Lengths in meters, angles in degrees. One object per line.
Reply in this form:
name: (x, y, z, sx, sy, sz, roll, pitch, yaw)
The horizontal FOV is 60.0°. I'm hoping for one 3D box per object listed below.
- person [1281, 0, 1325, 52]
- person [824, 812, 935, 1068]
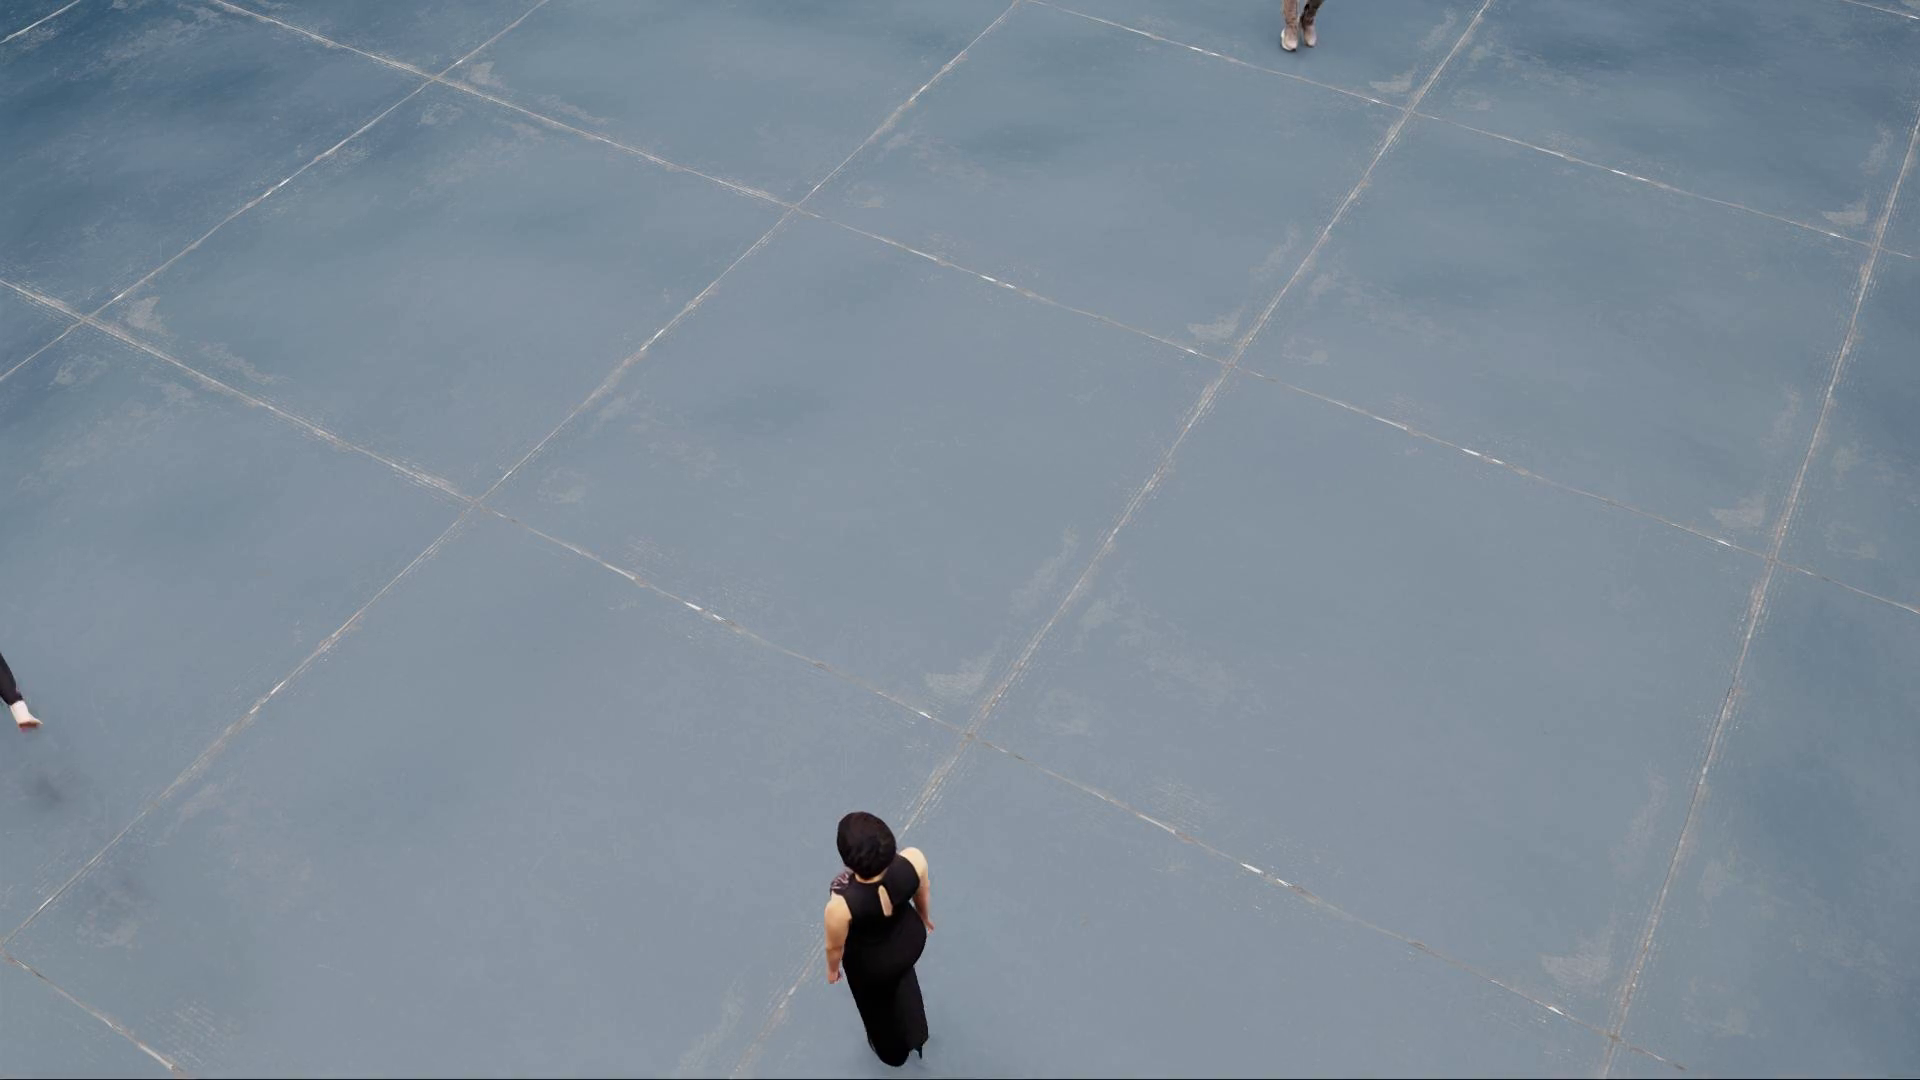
person: (2.355, -4.154, 11.292, 0.657, 1.639, 0.752, 2, 47, 2)
person: (-0.238, 1.544, 6.057, 0.685, 1.590, 0.691, -30, 54, -25)
